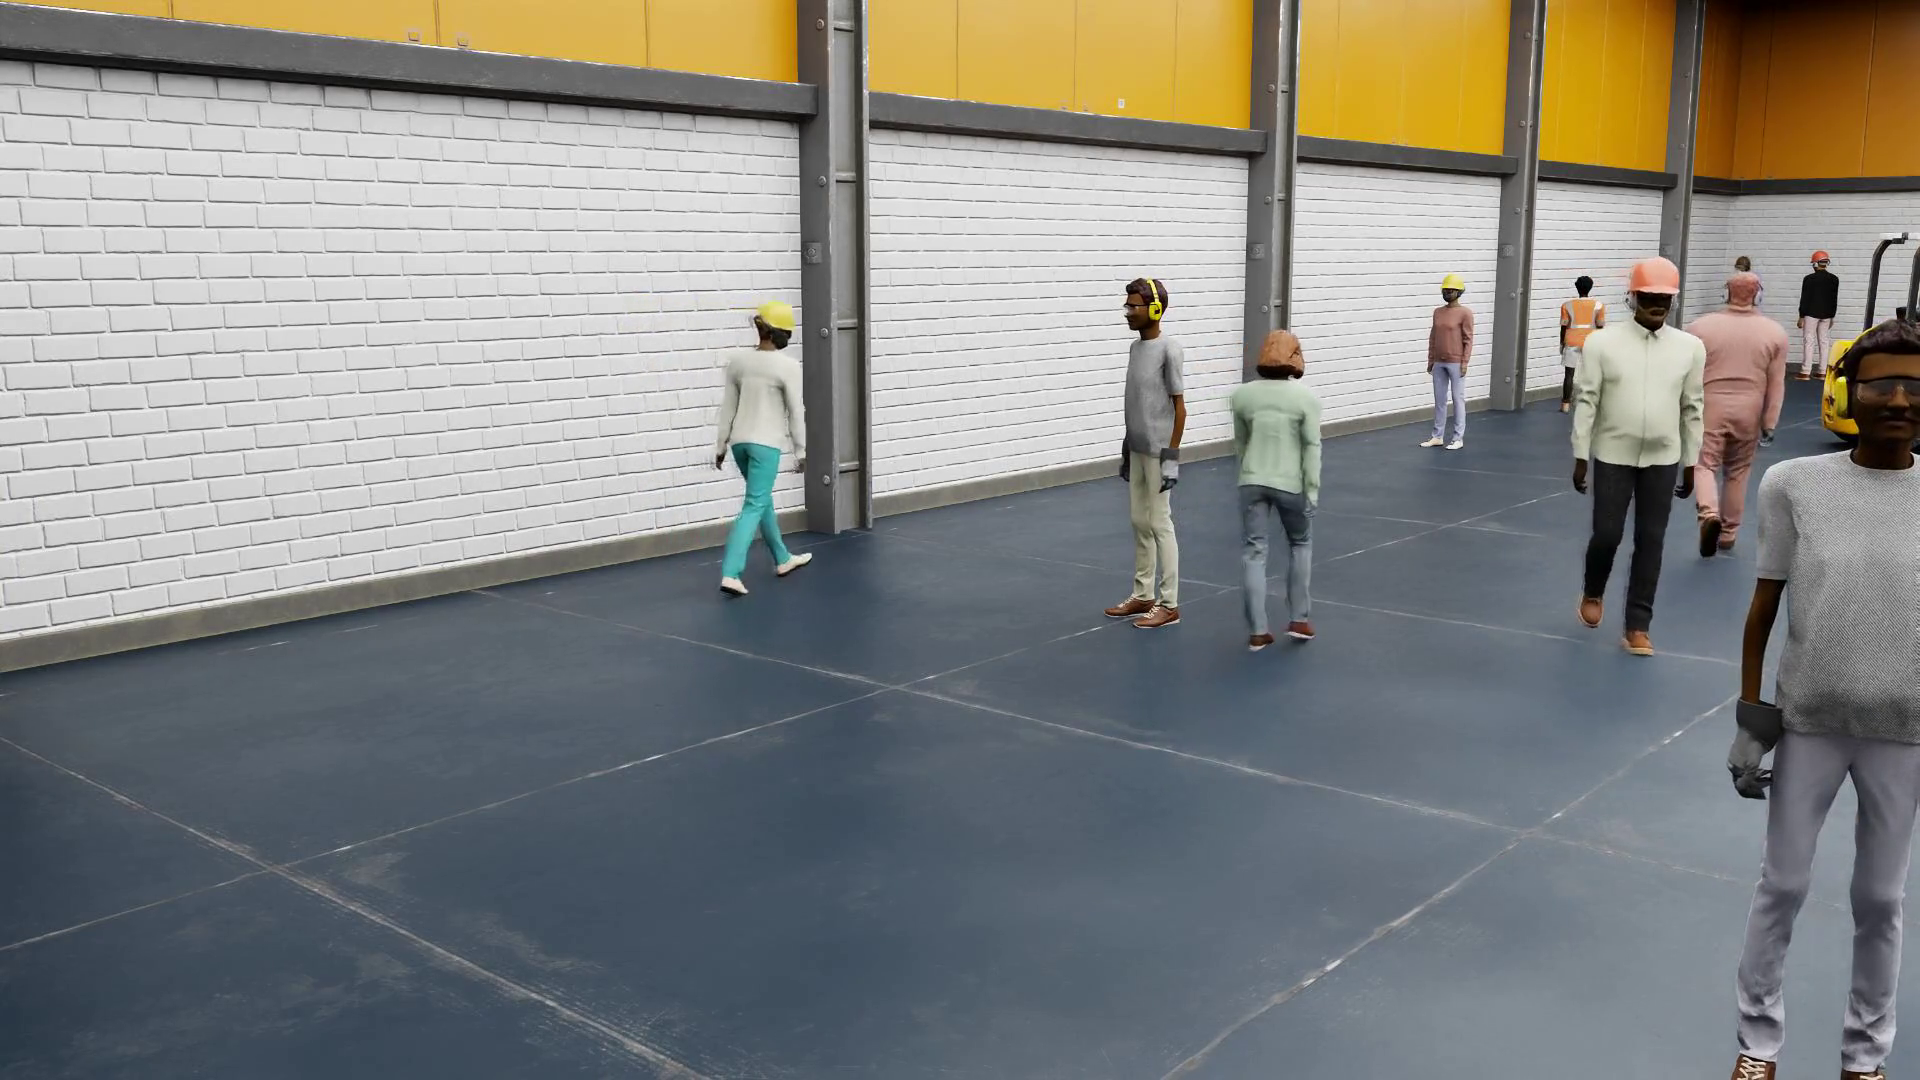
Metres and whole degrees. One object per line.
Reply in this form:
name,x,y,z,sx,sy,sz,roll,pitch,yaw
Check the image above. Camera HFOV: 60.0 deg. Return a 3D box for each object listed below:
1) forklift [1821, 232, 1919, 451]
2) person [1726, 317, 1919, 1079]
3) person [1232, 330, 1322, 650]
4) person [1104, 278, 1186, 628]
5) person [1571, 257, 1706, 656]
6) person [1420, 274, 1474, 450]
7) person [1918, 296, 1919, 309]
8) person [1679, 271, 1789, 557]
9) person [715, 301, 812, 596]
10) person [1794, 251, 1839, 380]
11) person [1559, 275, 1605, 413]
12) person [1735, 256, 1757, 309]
forklift,9.955,-1.972,16.595,2.313,2.155,1.214,1,10,8
person,2.031,0.438,3.786,0.510,1.877,0.328,3,11,19
person,1.628,-0.262,8.496,0.493,1.609,0.568,5,11,28
person,1.014,-0.463,8.930,0.309,1.868,0.534,-4,11,-23
person,3.405,-0.426,8.383,0.634,1.983,0.538,1,10,6
person,4.938,-1.797,16.812,0.309,1.772,0.525,-6,12,-32
person,14.518,-3.139,24.832,0.507,1.632,0.274,0,10,2
person,5.071,-0.825,10.972,0.652,1.881,0.787,3,10,18
person,-1.191,-0.546,9.854,0.559,1.713,0.934,7,12,34
person,13.207,-3.457,25.648,0.613,1.986,0.401,-2,10,-12
person,7.655,-2.404,20.501,0.532,1.691,0.321,3,10,15
person,12.347,-3.509,26.224,0.389,1.903,0.795,4,11,21
